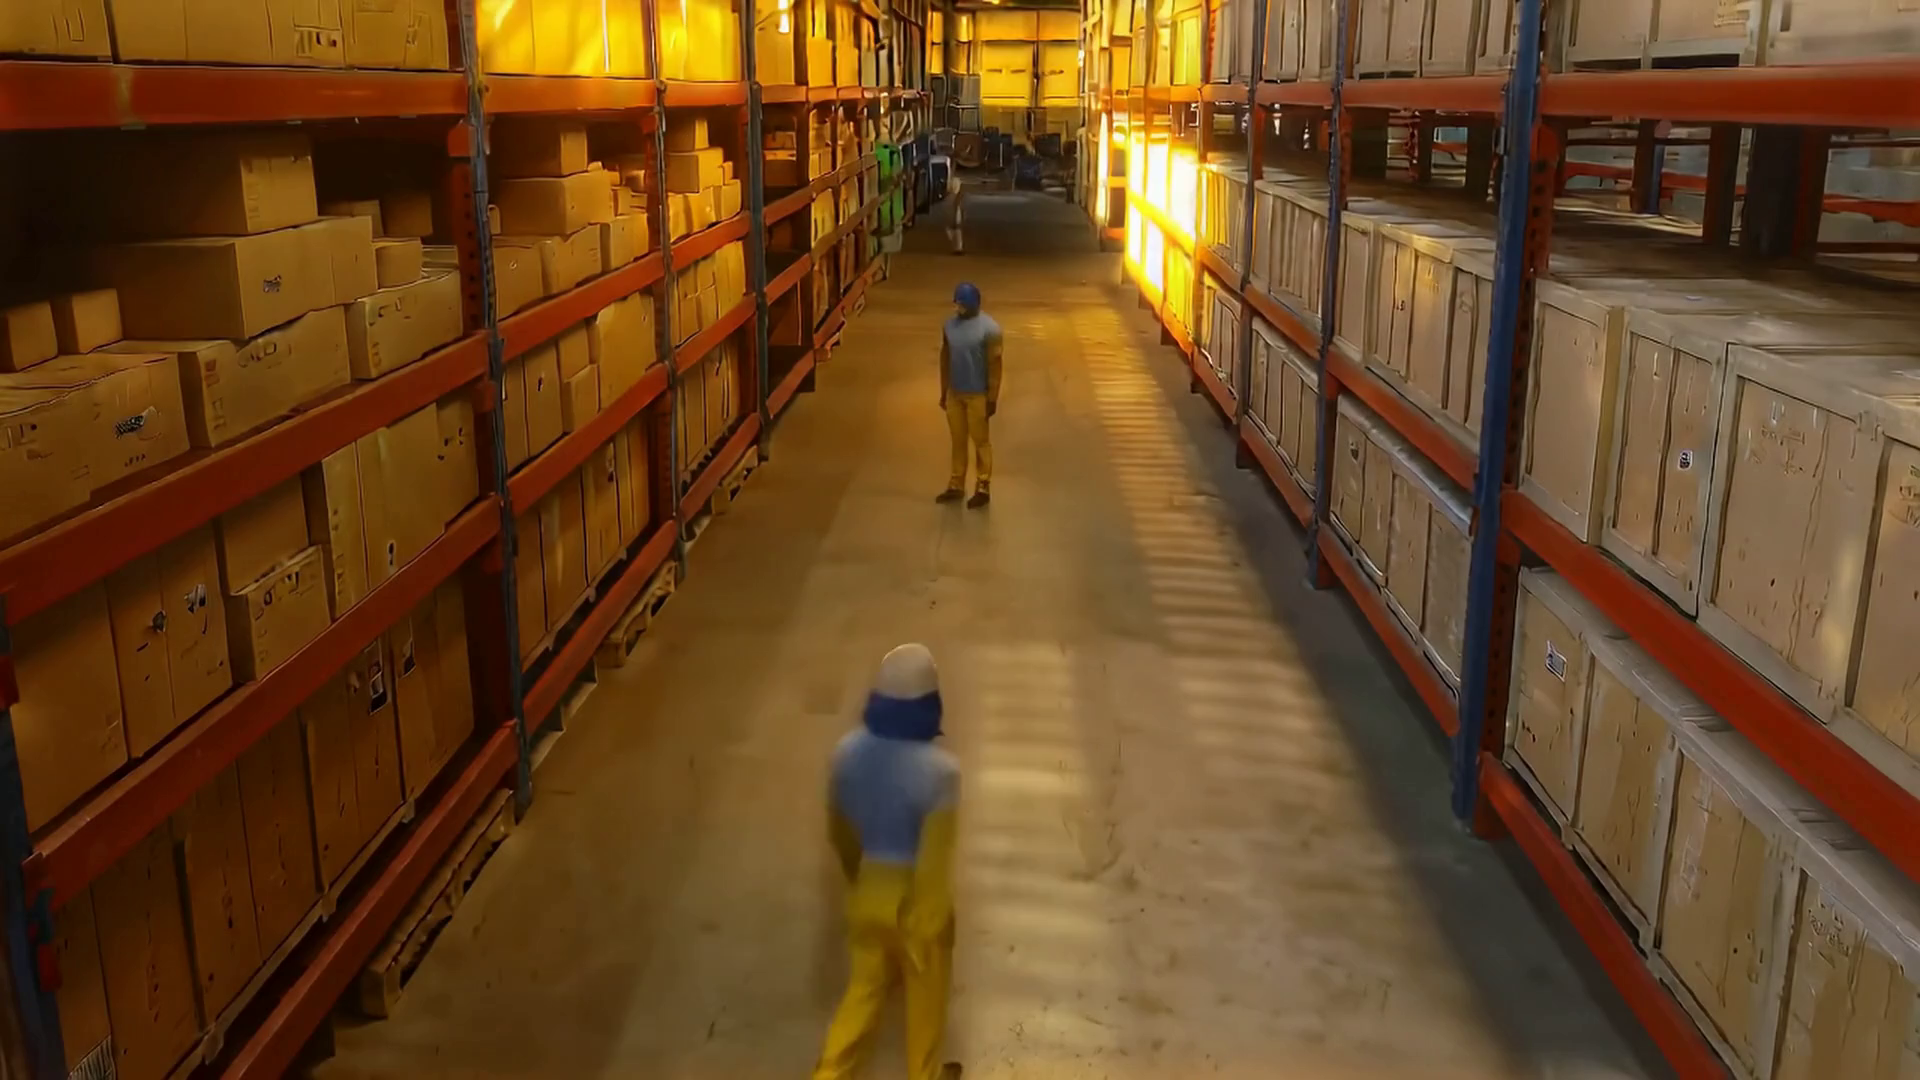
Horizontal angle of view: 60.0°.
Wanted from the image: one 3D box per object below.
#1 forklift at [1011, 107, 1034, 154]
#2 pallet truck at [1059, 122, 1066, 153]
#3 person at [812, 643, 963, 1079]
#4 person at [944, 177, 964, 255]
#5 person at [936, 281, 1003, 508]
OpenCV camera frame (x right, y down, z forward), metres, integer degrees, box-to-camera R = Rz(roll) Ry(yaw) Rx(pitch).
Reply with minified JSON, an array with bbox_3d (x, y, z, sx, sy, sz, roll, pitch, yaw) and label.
[{"bbox_3d":[2.868,-19.811,81.503,1.873,2.768,1.129,10,18,32],"label":"forklift"},{"bbox_3d":[5.788,-21.111,88.014,1.885,1.965,0.823,5,16,18],"label":"pallet truck"},{"bbox_3d":[-0.239,1.186,5.566,0.497,1.719,0.670,10,18,32],"label":"person"},{"bbox_3d":[-0.161,-7.104,36.504,0.576,1.679,0.540,1,15,2],"label":"person"},{"bbox_3d":[0.072,-1.247,14.227,0.628,1.935,0.373,12,19,37],"label":"person"}]
